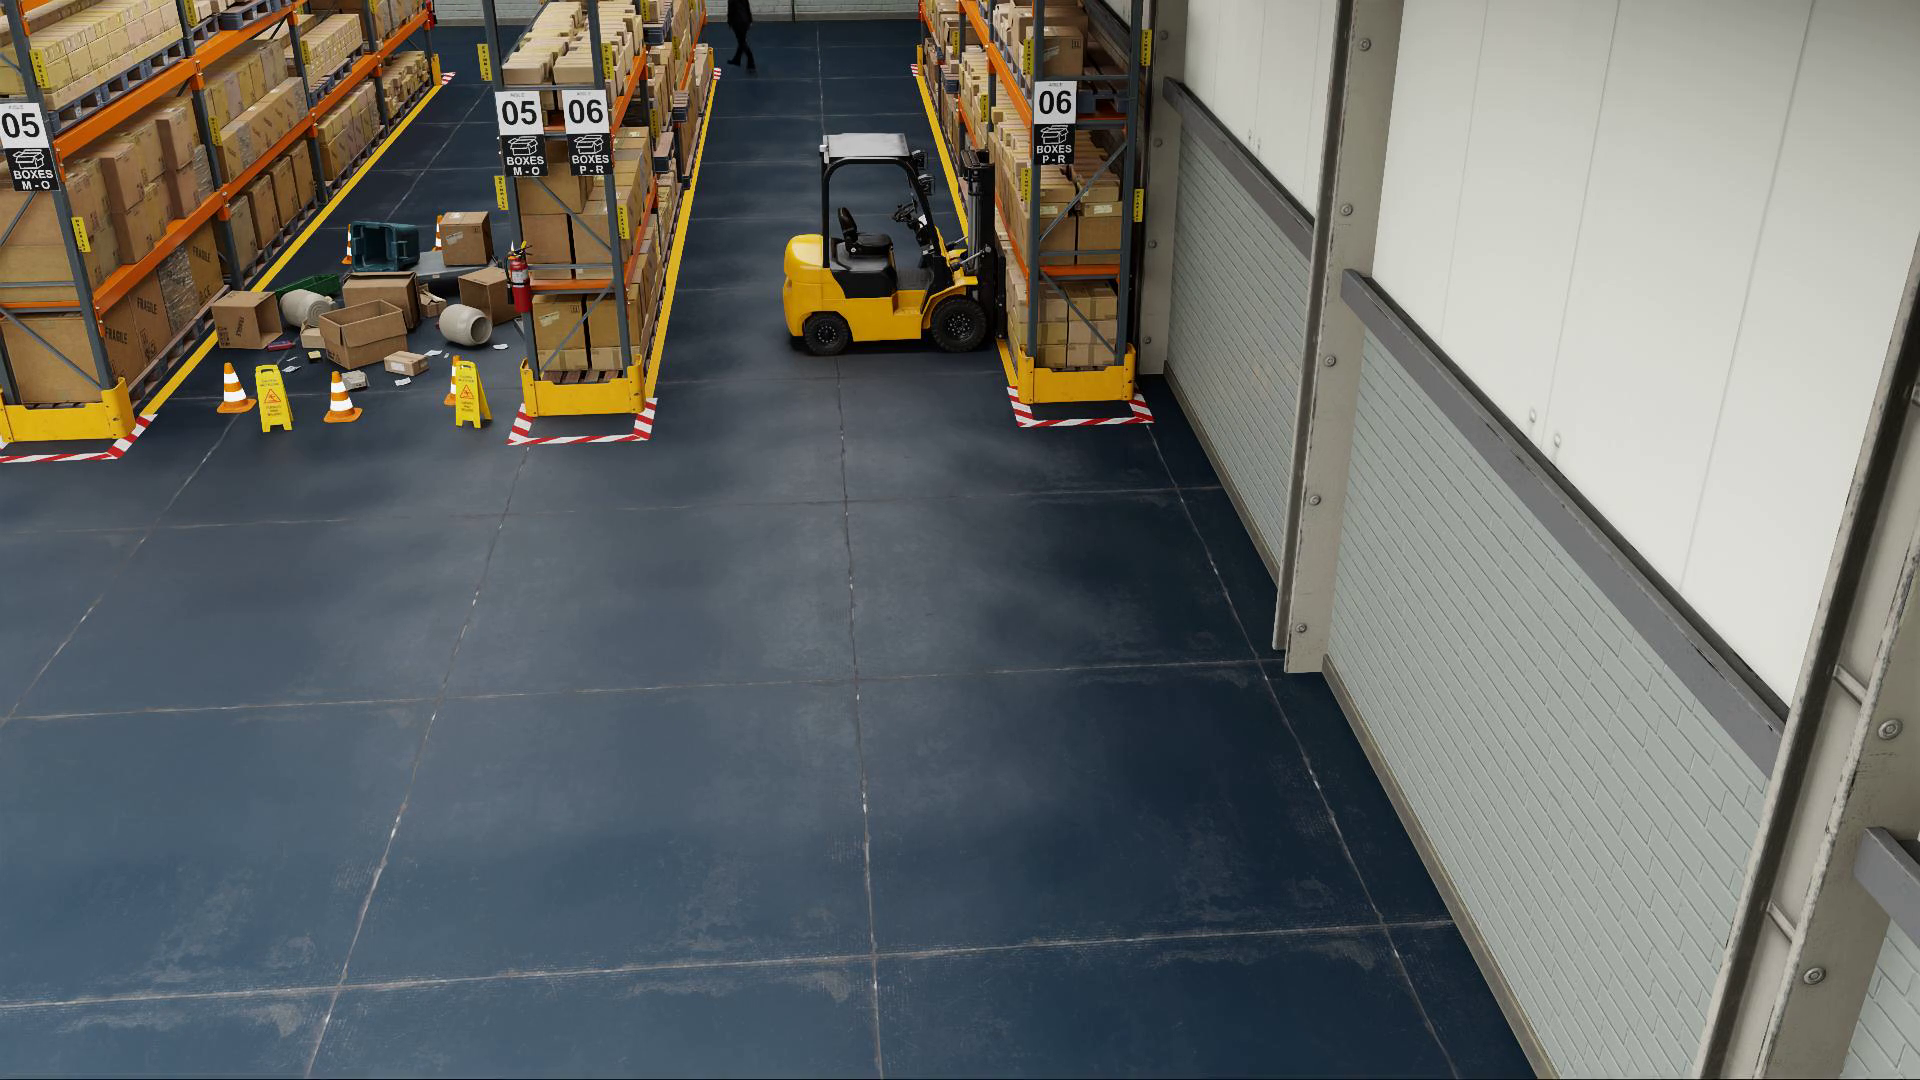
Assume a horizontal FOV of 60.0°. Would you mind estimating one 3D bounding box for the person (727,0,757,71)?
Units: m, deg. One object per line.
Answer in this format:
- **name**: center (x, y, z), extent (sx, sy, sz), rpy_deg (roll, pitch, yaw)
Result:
- **person**: center (-4.053, -9.620, 30.984), extent (1.146, 1.728, 1.098), rpy_deg (21, 34, 35)
